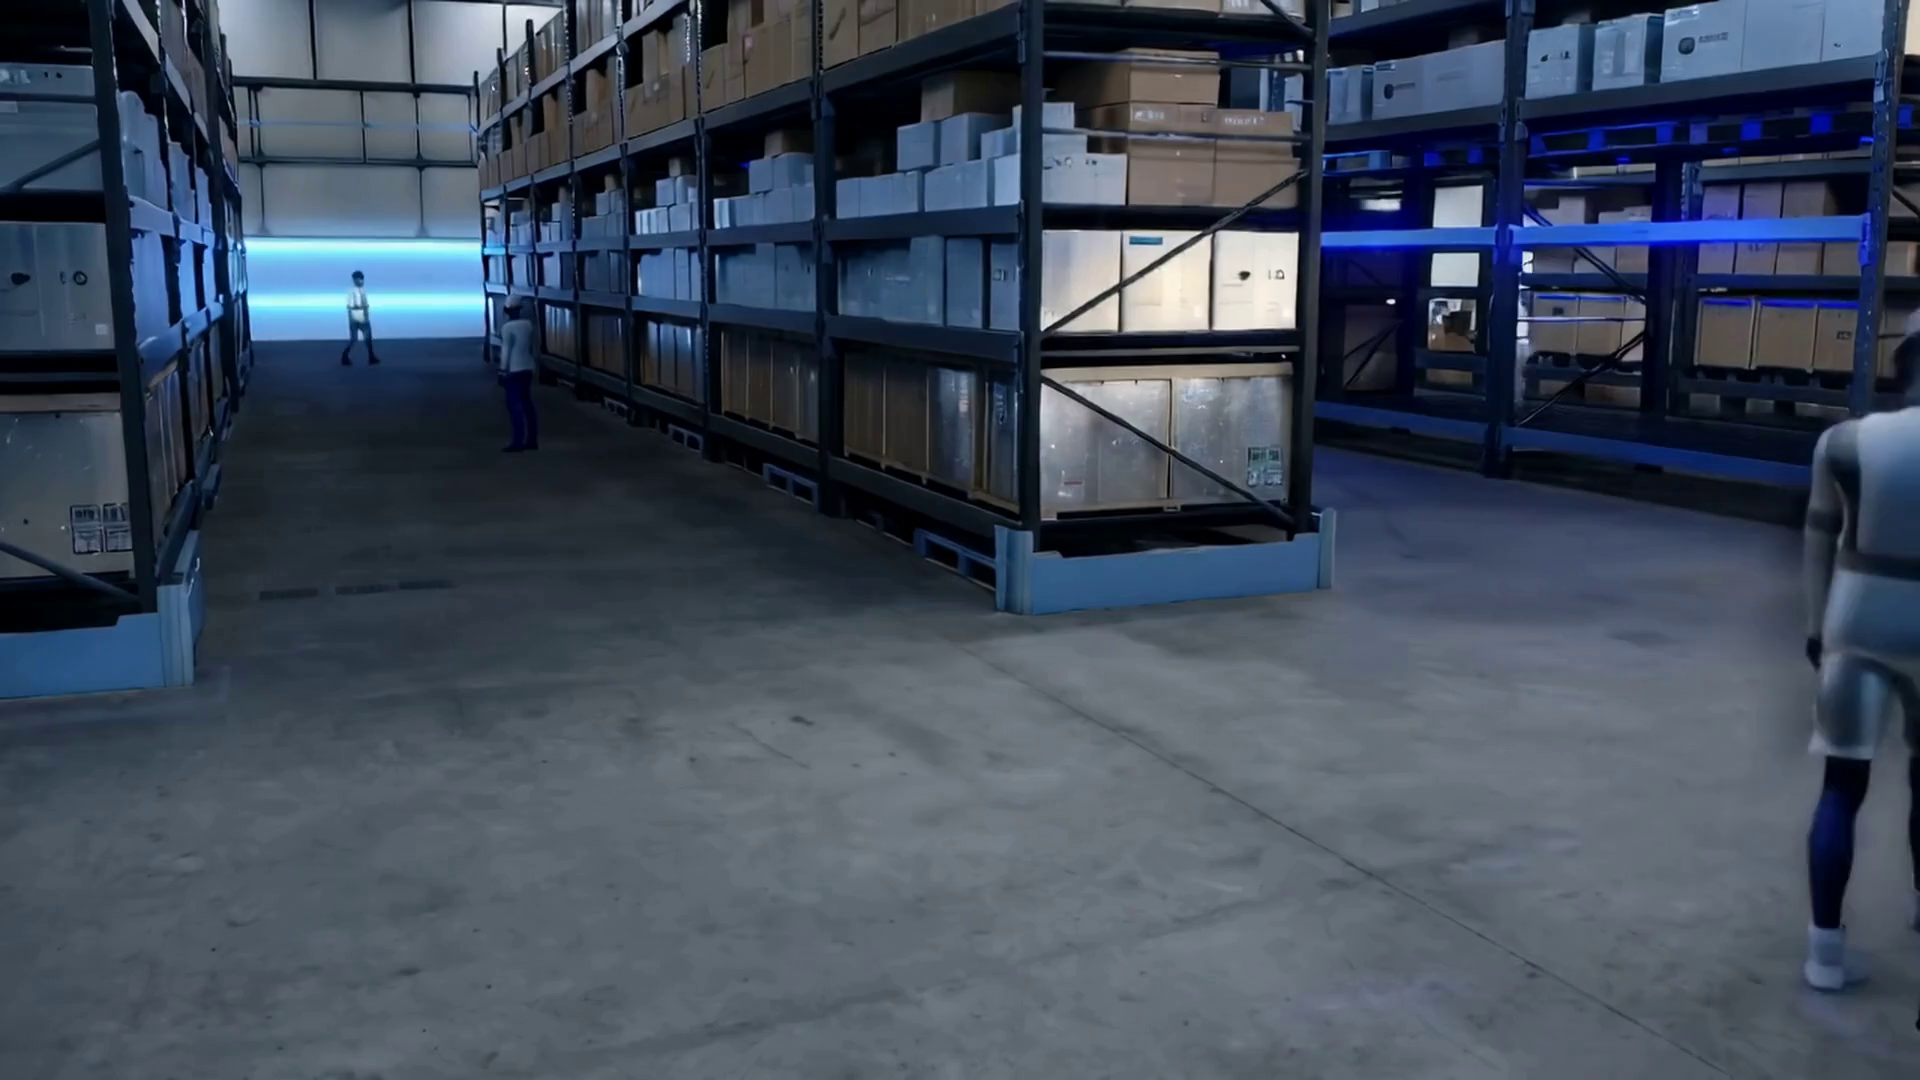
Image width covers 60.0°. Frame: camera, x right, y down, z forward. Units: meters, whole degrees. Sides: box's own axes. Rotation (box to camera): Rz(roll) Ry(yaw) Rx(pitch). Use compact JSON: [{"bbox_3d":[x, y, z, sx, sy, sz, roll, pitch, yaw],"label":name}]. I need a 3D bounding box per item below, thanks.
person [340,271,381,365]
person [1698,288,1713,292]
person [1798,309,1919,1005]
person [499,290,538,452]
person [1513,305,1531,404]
[{"bbox_3d":[-12.234,-4.493,33.724,0.550,1.906,0.965,4,10,24],"label":"person"},{"bbox_3d":[14.625,-4.322,32.701,0.592,1.901,0.991,-5,11,-28],"label":"person"},{"bbox_3d":[2.725,0.296,4.811,0.640,1.974,1.074,9,13,44],"label":"person"},{"bbox_3d":[-4.854,-1.838,18.208,0.316,1.769,0.525,4,10,24],"label":"person"},{"bbox_3d":[6.564,-2.133,19.844,0.606,1.821,0.431,-9,13,-44],"label":"person"}]
